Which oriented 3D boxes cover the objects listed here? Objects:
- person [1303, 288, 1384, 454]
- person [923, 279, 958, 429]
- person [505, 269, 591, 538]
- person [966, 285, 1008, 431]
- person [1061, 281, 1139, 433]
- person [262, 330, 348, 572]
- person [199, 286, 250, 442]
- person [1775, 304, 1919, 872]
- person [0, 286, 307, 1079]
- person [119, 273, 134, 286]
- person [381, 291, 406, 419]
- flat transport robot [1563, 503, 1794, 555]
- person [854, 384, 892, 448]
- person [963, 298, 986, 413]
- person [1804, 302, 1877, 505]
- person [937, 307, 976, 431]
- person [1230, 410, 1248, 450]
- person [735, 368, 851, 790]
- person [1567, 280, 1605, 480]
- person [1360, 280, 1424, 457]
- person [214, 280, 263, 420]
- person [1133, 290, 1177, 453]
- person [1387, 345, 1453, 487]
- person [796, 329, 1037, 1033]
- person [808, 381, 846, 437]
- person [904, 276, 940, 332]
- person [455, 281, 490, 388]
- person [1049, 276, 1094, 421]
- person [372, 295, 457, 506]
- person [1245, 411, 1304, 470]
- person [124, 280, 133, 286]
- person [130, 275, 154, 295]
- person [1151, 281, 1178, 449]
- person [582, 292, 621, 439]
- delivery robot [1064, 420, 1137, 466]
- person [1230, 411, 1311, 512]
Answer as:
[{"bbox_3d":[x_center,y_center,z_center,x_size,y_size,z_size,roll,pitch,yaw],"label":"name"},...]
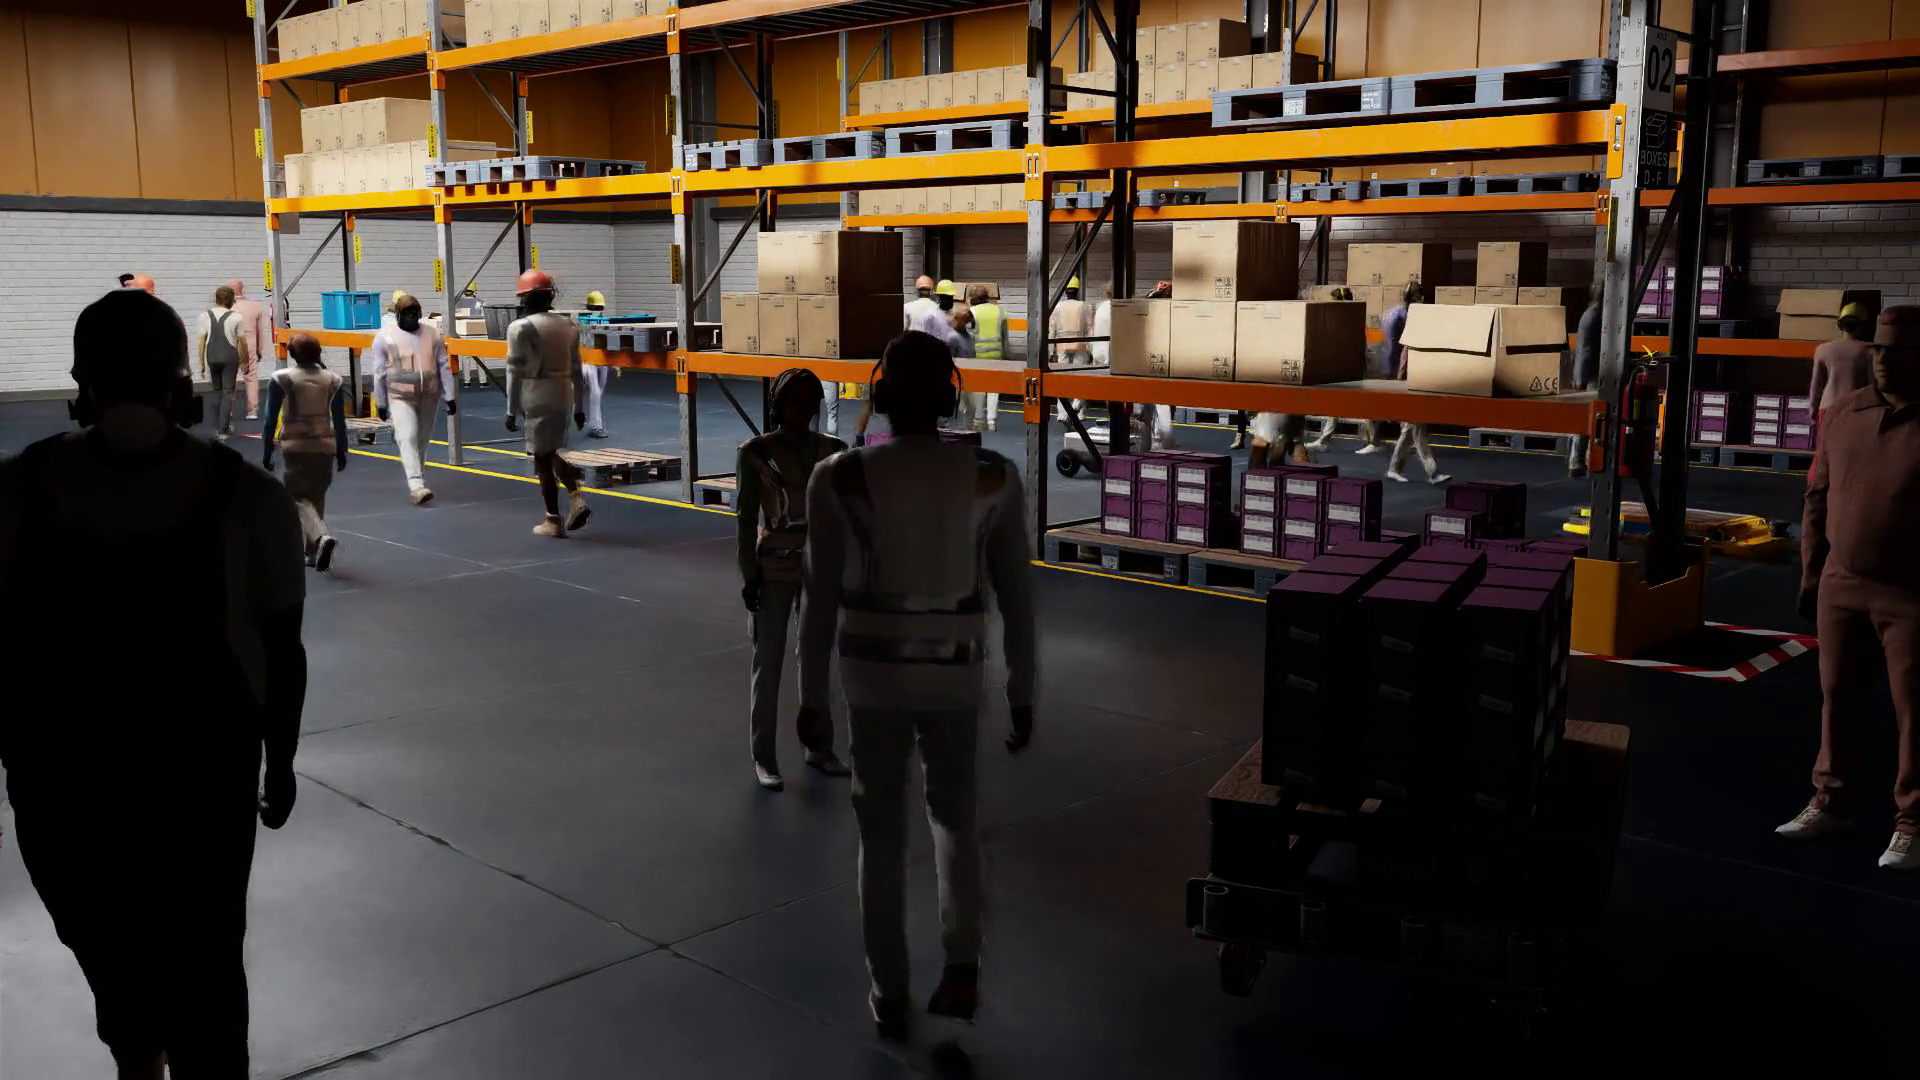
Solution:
[{"bbox_3d":[4.225,-1.828,18.115,0.897,1.808,0.515,1,9,7],"label":"person"},{"bbox_3d":[-0.257,-2.205,20.182,0.589,1.906,0.694,-8,12,-41],"label":"person"},{"bbox_3d":[-3.115,-1.009,12.457,0.496,2.020,0.606,7,11,36],"label":"person"},{"bbox_3d":[0.315,-2.263,20.776,0.729,1.817,0.571,-4,10,-22],"label":"person"},{"bbox_3d":[1.738,-2.229,20.332,0.980,1.902,0.662,-2,10,-13],"label":"person"},{"bbox_3d":[-4.321,-0.585,11.082,0.556,1.612,0.707,-8,12,-41],"label":"person"},{"bbox_3d":[-8.654,-2.078,19.660,0.532,1.814,0.830,0,9,-3],"label":"person"},{"bbox_3d":[3.147,0.159,5.653,0.403,1.904,0.652,-6,11,-31],"label":"person"},{"bbox_3d":[-1.788,0.421,3.632,0.684,2.000,0.969,-2,9,-13],"label":"person"},{"bbox_3d":[-11.988,-2.873,24.085,0.606,1.958,0.375,-4,10,-22],"label":"person"},{"bbox_3d":[-7.344,-2.402,21.873,0.483,1.737,0.311,-8,12,-42],"label":"person"},{"bbox_3d":[5.277,-0.104,12.259,0.652,0.197,1.431,-8,12,-40],"label":"flat transport robot"},{"bbox_3d":[-0.862,-1.844,18.013,0.557,1.891,0.991,4,10,25],"label":"person"},{"bbox_3d":[0.183,-2.582,23.309,0.496,1.627,0.271,-4,10,-25],"label":"person"},{"bbox_3d":[7.287,-1.079,13.717,0.605,1.754,0.545,-9,13,-44],"label":"person"},{"bbox_3d":[-0.043,-1.780,18.461,0.578,1.615,0.518,6,11,32],"label":"person"},{"bbox_3d":[3.266,-1.841,18.545,0.537,1.700,0.317,5,11,28],"label":"person"},{"bbox_3d":[-0.648,0.144,6.557,0.513,1.641,0.307,-6,11,-35],"label":"person"},{"bbox_3d":[6.120,-1.504,15.787,0.669,1.919,0.651,6,11,31],"label":"person"},{"bbox_3d":[4.768,-1.871,18.128,0.860,1.909,0.628,9,13,44],"label":"person"},{"bbox_3d":[-9.735,-2.551,22.368,0.670,1.870,0.895,-8,12,-40],"label":"person"},{"bbox_3d":[1.655,-1.200,14.174,0.518,1.843,0.397,-3,10,-19],"label":"person"},{"bbox_3d":[4.327,-1.297,15.519,0.526,1.589,0.851,-7,12,-37],"label":"person"},{"bbox_3d":[-0.112,0.389,4.352,0.621,1.867,0.453,-2,9,-10],"label":"person"},{"bbox_3d":[-1.442,-1.652,17.585,0.499,1.633,0.278,3,10,15],"label":"person"},{"bbox_3d":[-0.498,-2.509,21.967,0.610,1.930,1.078,-3,10,-15],"label":"person"},{"bbox_3d":[-8.279,-3.490,28.247,0.590,1.833,0.404,0,9,0],"label":"person"},{"bbox_3d":[1.481,-2.539,22.134,0.594,1.922,0.386,1,9,5],"label":"person"},{"bbox_3d":[-4.693,-1.207,14.372,0.625,1.791,0.940,-7,12,-38],"label":"person"},{"bbox_3d":[2.603,-1.170,13.915,0.593,1.890,0.374,7,12,38],"label":"person"},{"bbox_3d":[-10.108,-2.247,20.458,0.675,1.889,0.454,-1,9,-3],"label":"person"},{"bbox_3d":[-9.342,-2.026,18.928,0.669,1.929,0.989,-2,9,-10],"label":"person"},{"bbox_3d":[2.273,-1.969,18.771,0.359,1.883,0.573,9,13,43],"label":"person"},{"bbox_3d":[-4.268,-2.065,19.757,0.553,1.737,0.736,-9,13,-43],"label":"person"},{"bbox_3d":[1.364,-0.925,16.138,0.707,0.478,0.477,8,12,41],"label":"delivery robot"},{"bbox_3d":[2.418,-1.092,13.020,0.969,1.994,0.632,2,9,11],"label":"person"}]
